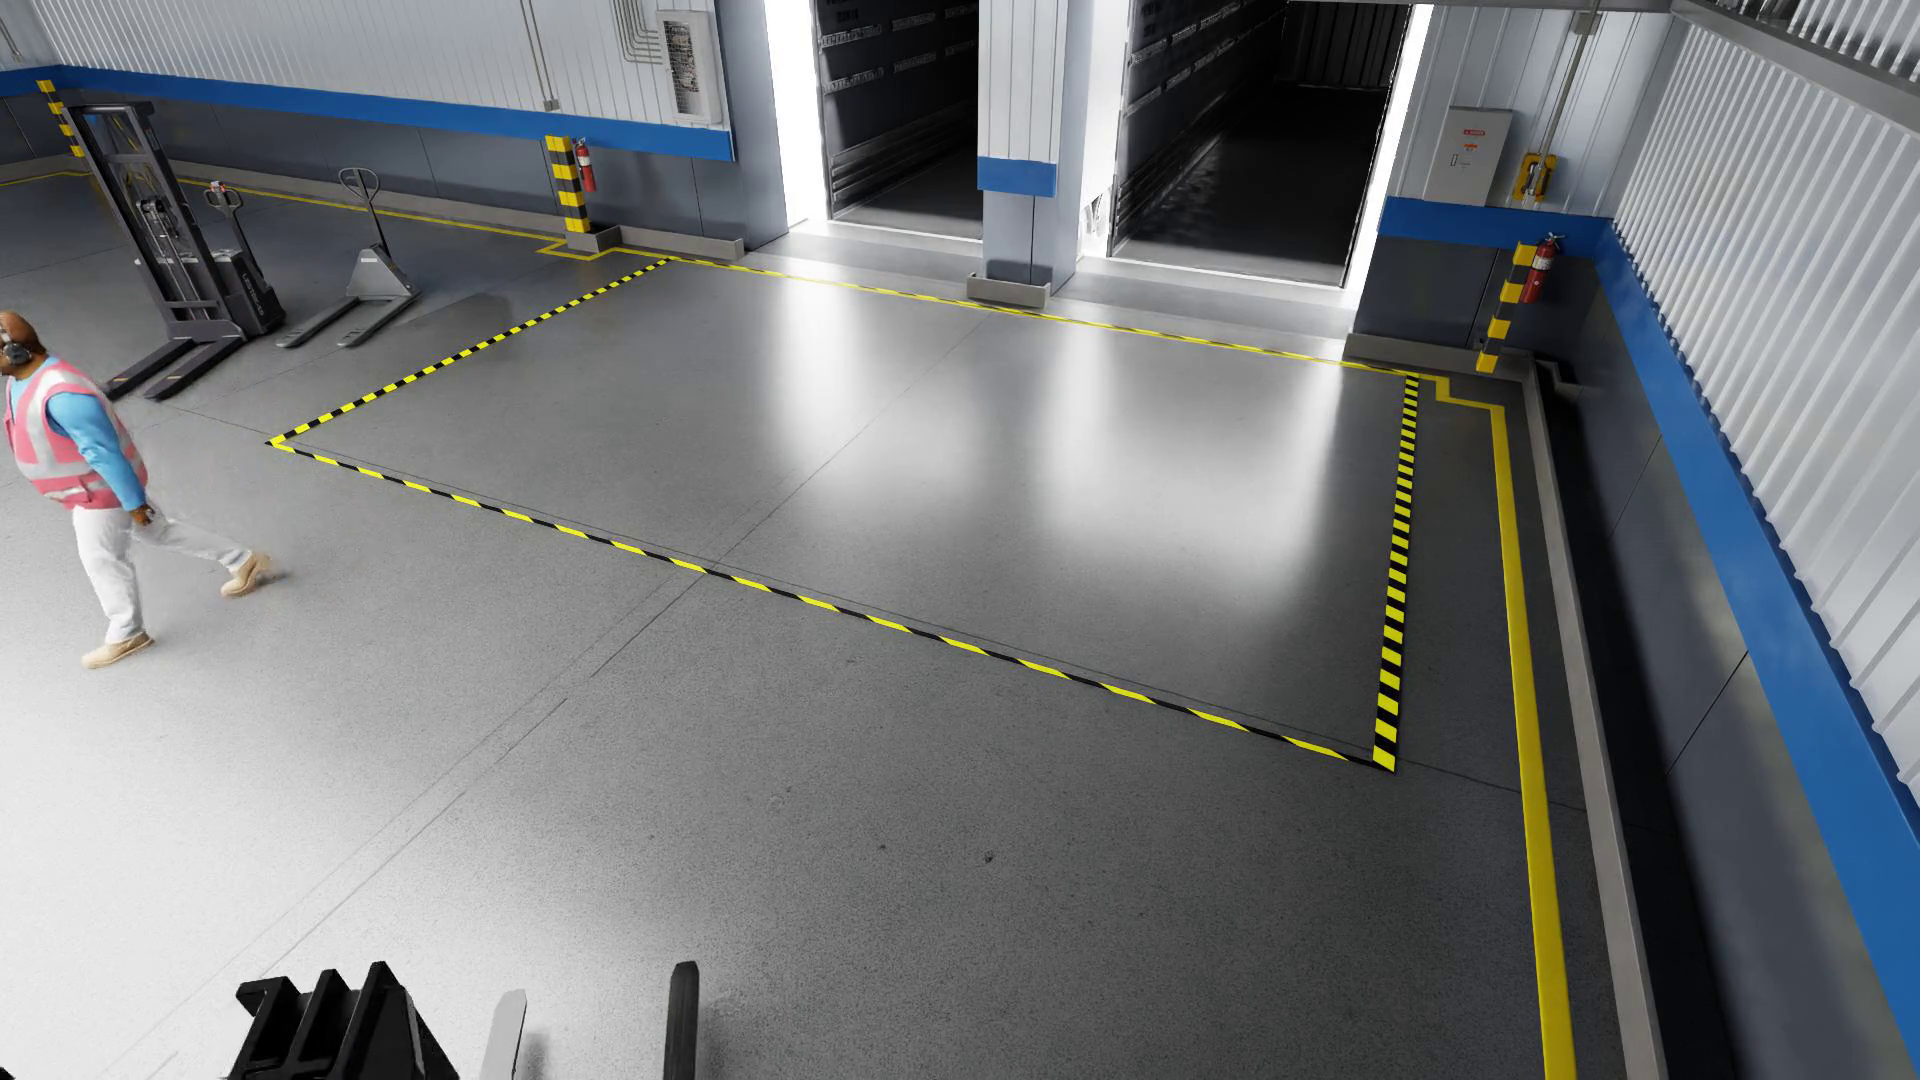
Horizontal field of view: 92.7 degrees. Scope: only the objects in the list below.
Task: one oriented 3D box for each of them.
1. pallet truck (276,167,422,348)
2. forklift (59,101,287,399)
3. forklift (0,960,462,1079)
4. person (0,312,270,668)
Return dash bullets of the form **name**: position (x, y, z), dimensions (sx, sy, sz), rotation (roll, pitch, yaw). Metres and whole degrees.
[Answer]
- **pallet truck**: position (-5.732, -2.611, 8.414), dimensions (0.680, 1.201, 1.601), rotation (-1, 35, -1)
- **forklift**: position (-6.686, -2.387, 7.434), dimensions (0.823, 1.965, 1.885), rotation (-3, 35, -5)
- **forklift**: position (-0.850, 2.067, 0.753), dimensions (1.157, 2.036, 2.680), rotation (-6, 35, -8)
- **person**: position (-4.304, -0.288, 4.606), dimensions (0.640, 1.797, 0.956), rotation (25, 42, 31)
